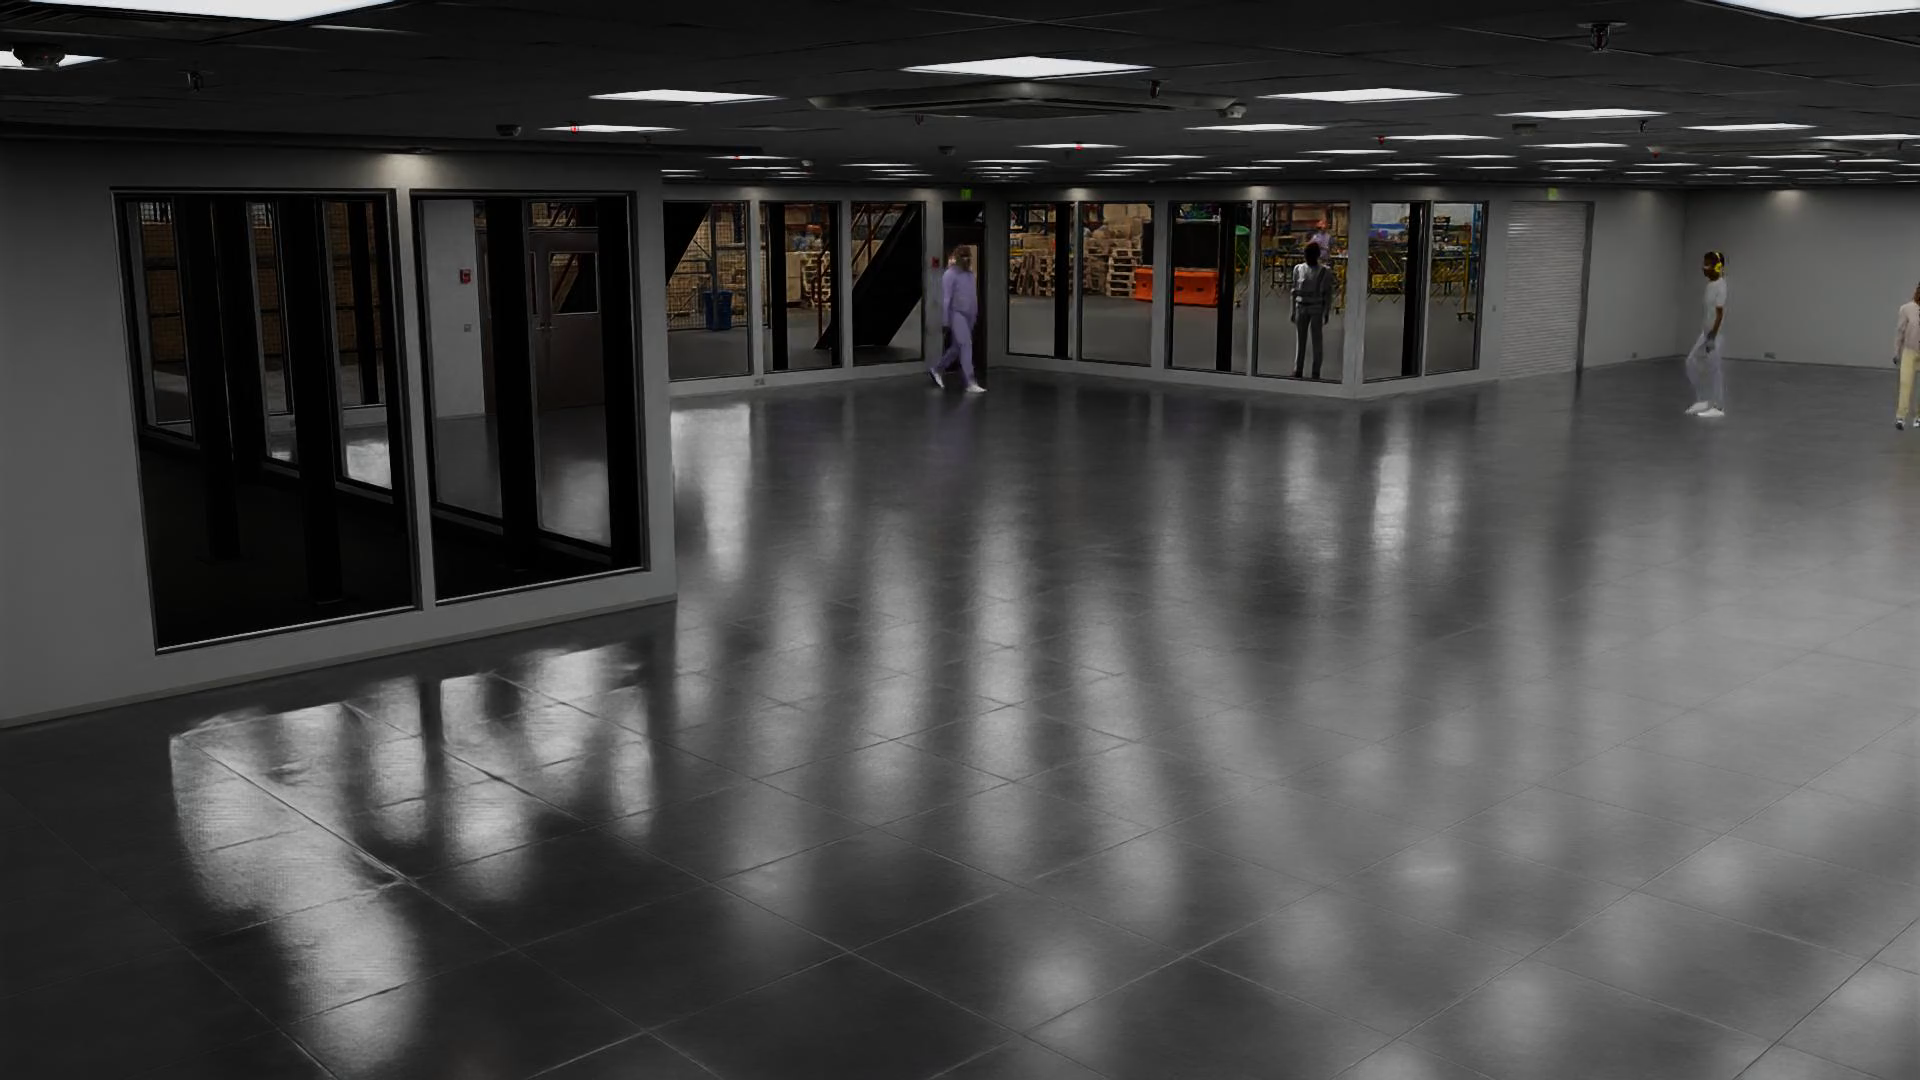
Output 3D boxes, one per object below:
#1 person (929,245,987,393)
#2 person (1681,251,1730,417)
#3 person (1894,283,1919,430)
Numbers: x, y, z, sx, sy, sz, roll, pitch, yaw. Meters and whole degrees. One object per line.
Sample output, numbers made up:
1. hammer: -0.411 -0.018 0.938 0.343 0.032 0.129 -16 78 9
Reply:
1. person: -0.040 -2.833 21.256 0.904 1.874 0.652 7 13 31
2. person: 8.353 -2.286 18.577 0.575 1.845 0.550 1 11 3
3. person: 10.118 -1.947 17.505 0.516 1.579 0.862 8 14 34
